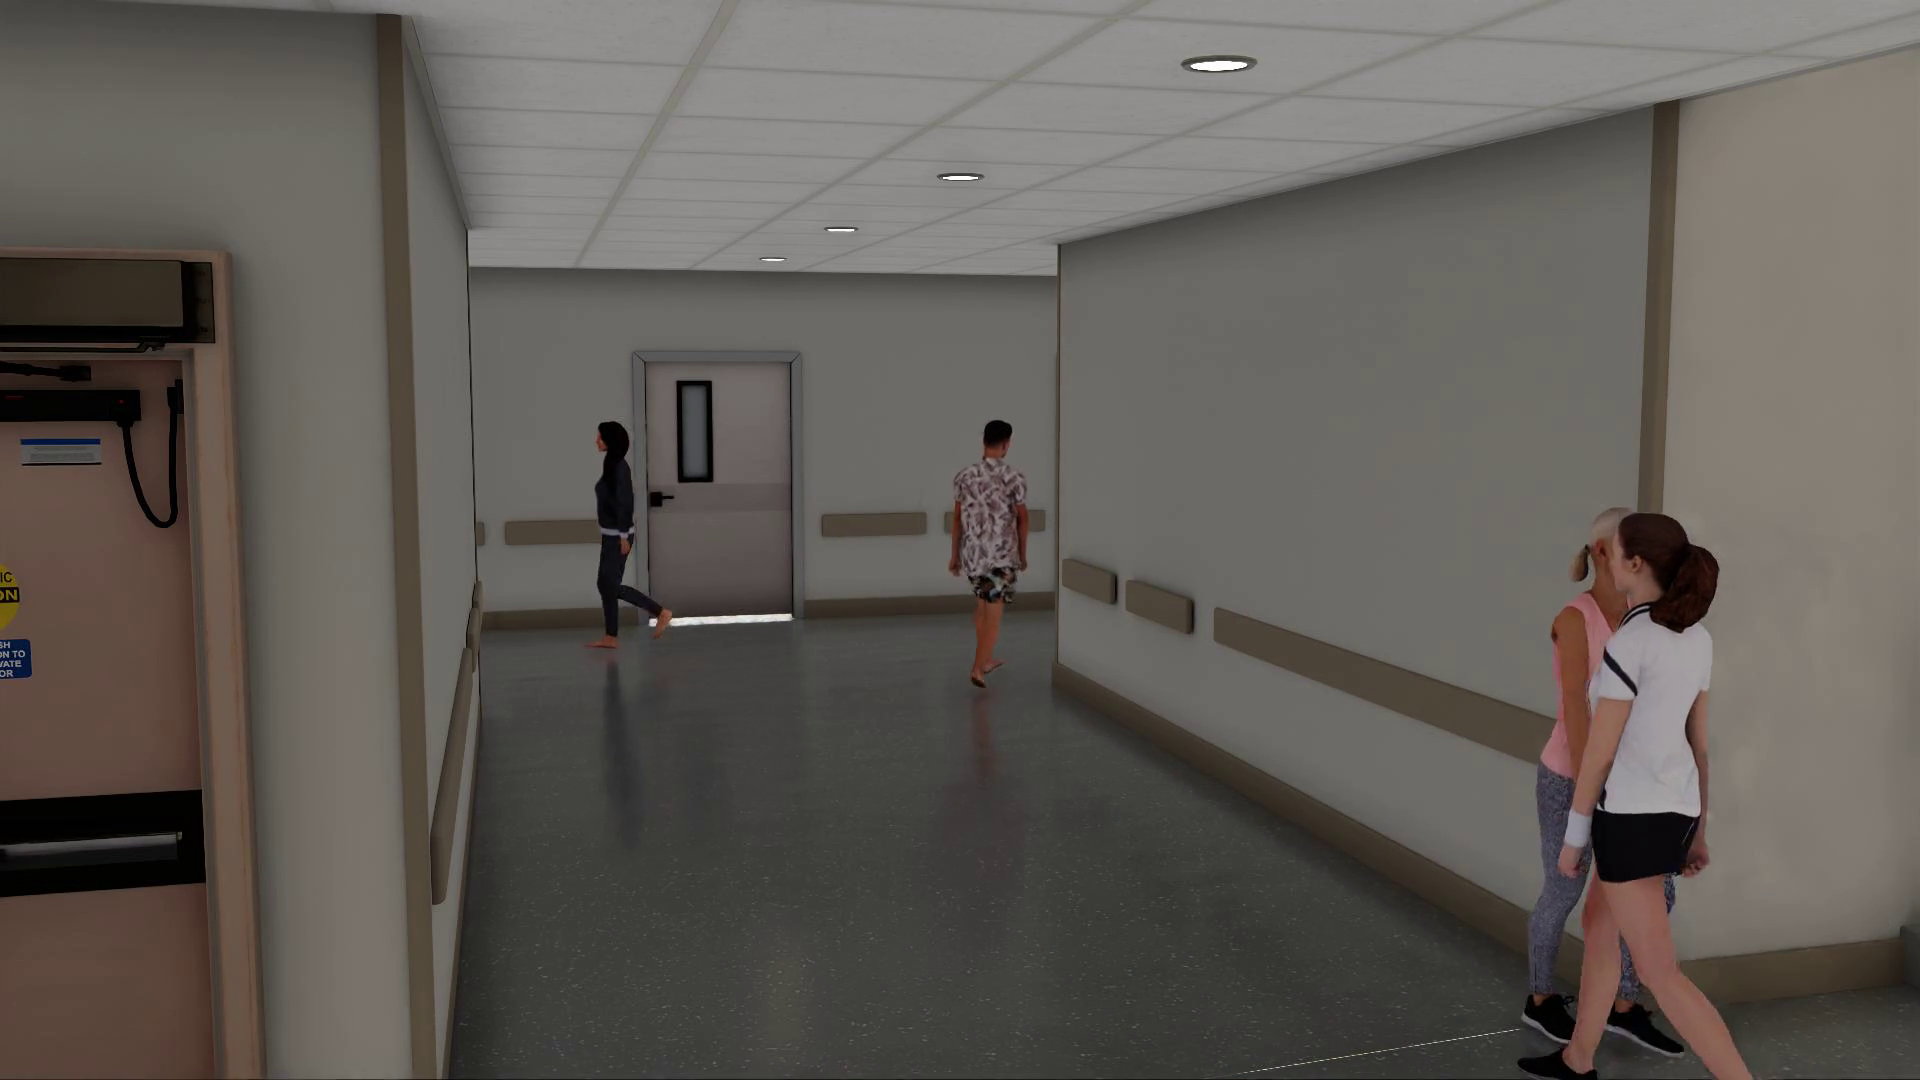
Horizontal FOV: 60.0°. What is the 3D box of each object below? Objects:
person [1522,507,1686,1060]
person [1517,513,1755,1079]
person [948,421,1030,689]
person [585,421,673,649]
[{"bbox_3d":[1.944,0.750,5.299,0.718,1.703,0.701,-3,6,-24],"label":"person"},{"bbox_3d":[1.925,0.824,4.500,1.121,1.715,0.903,-4,7,-37],"label":"person"},{"bbox_3d":[0.190,0.116,11.198,1.150,1.783,1.162,2,6,20],"label":"person"},{"bbox_3d":[-2.555,-0.027,12.767,0.905,1.753,0.669,-2,6,-21],"label":"person"}]
